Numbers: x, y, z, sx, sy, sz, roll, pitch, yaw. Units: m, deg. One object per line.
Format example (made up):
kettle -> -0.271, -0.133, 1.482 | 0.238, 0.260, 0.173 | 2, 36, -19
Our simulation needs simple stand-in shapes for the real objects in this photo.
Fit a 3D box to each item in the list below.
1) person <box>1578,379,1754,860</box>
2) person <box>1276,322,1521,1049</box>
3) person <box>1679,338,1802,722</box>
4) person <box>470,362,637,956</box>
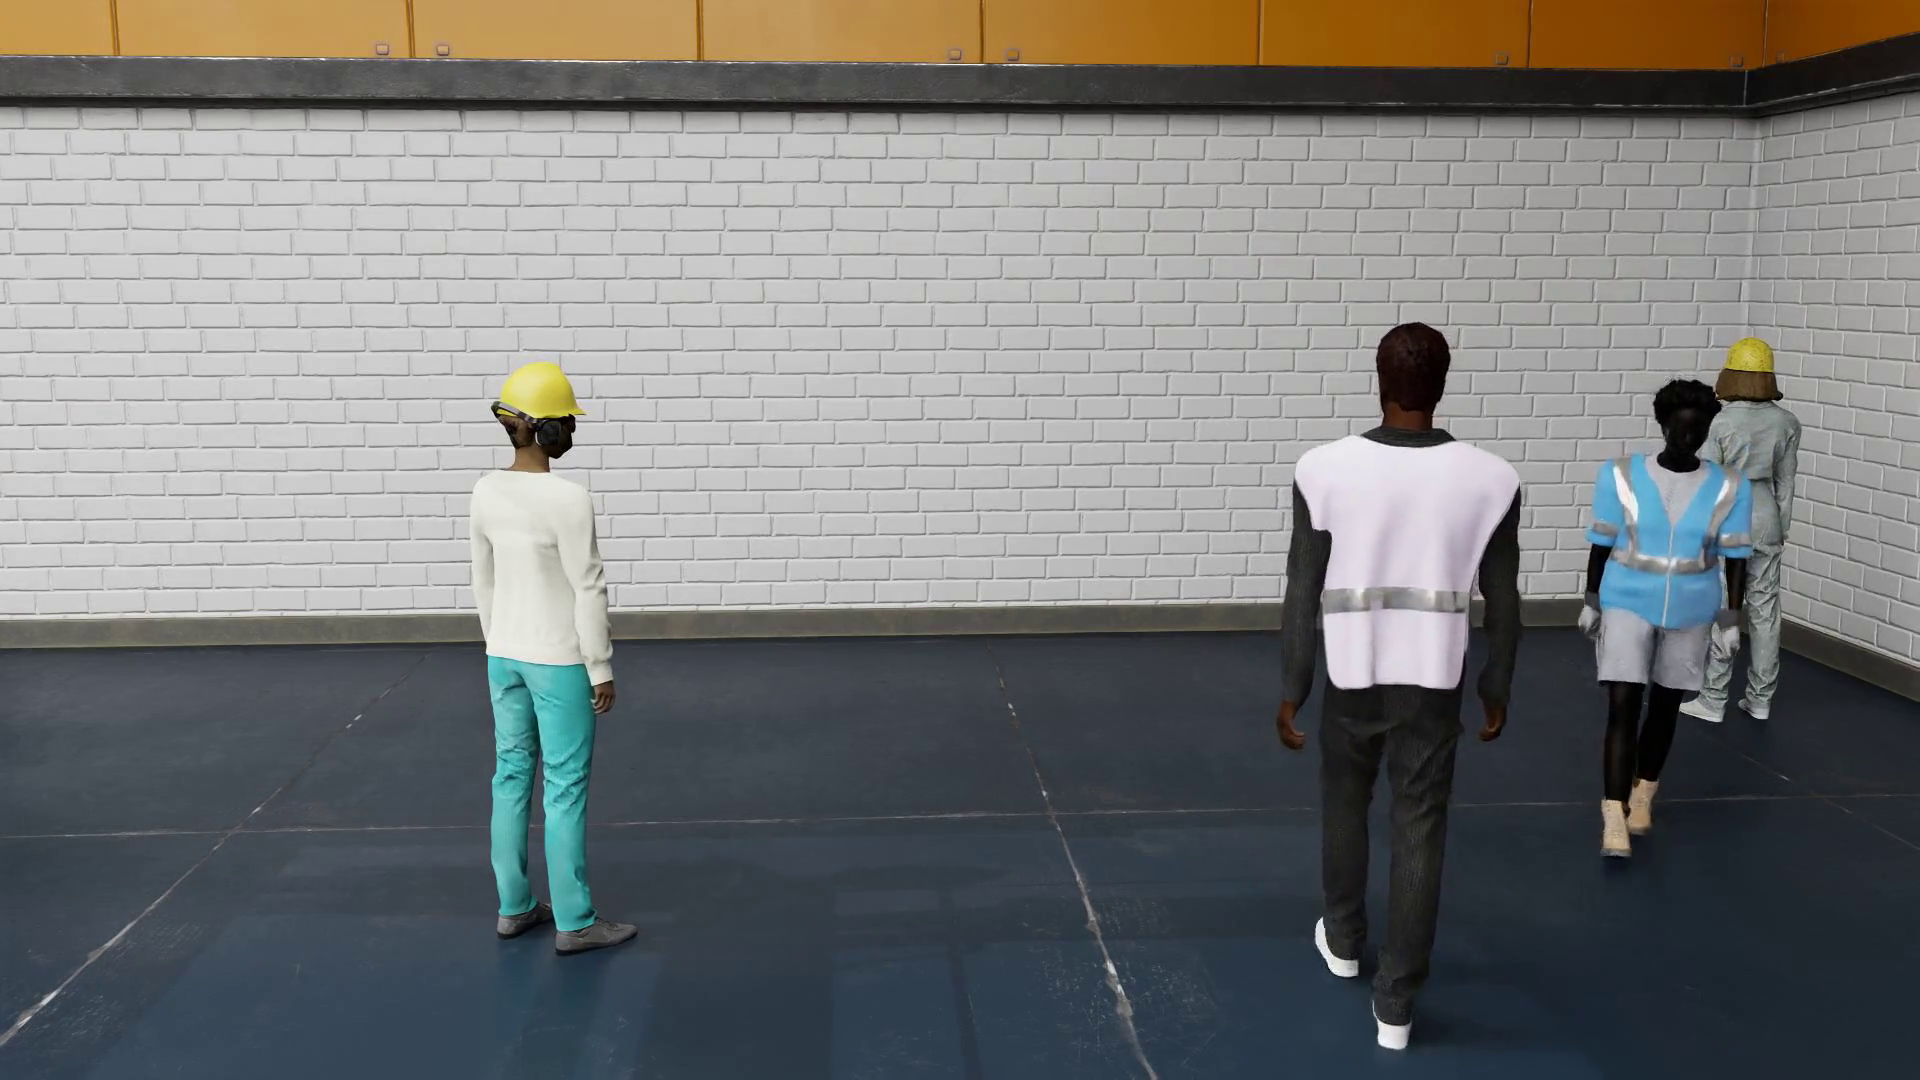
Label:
person -> 2.444, 0.281, 5.752 | 0.544, 1.656, 0.797 | 2, 9, 15
person -> 1.192, 0.356, 4.575 | 0.630, 1.888, 0.840 | 2, 9, 10
person -> 3.531, -0.041, 7.547 | 0.486, 1.744, 0.294 | -1, 9, -9
person -> -1.235, 0.357, 4.980 | 0.525, 1.769, 0.308 | 6, 11, 34
